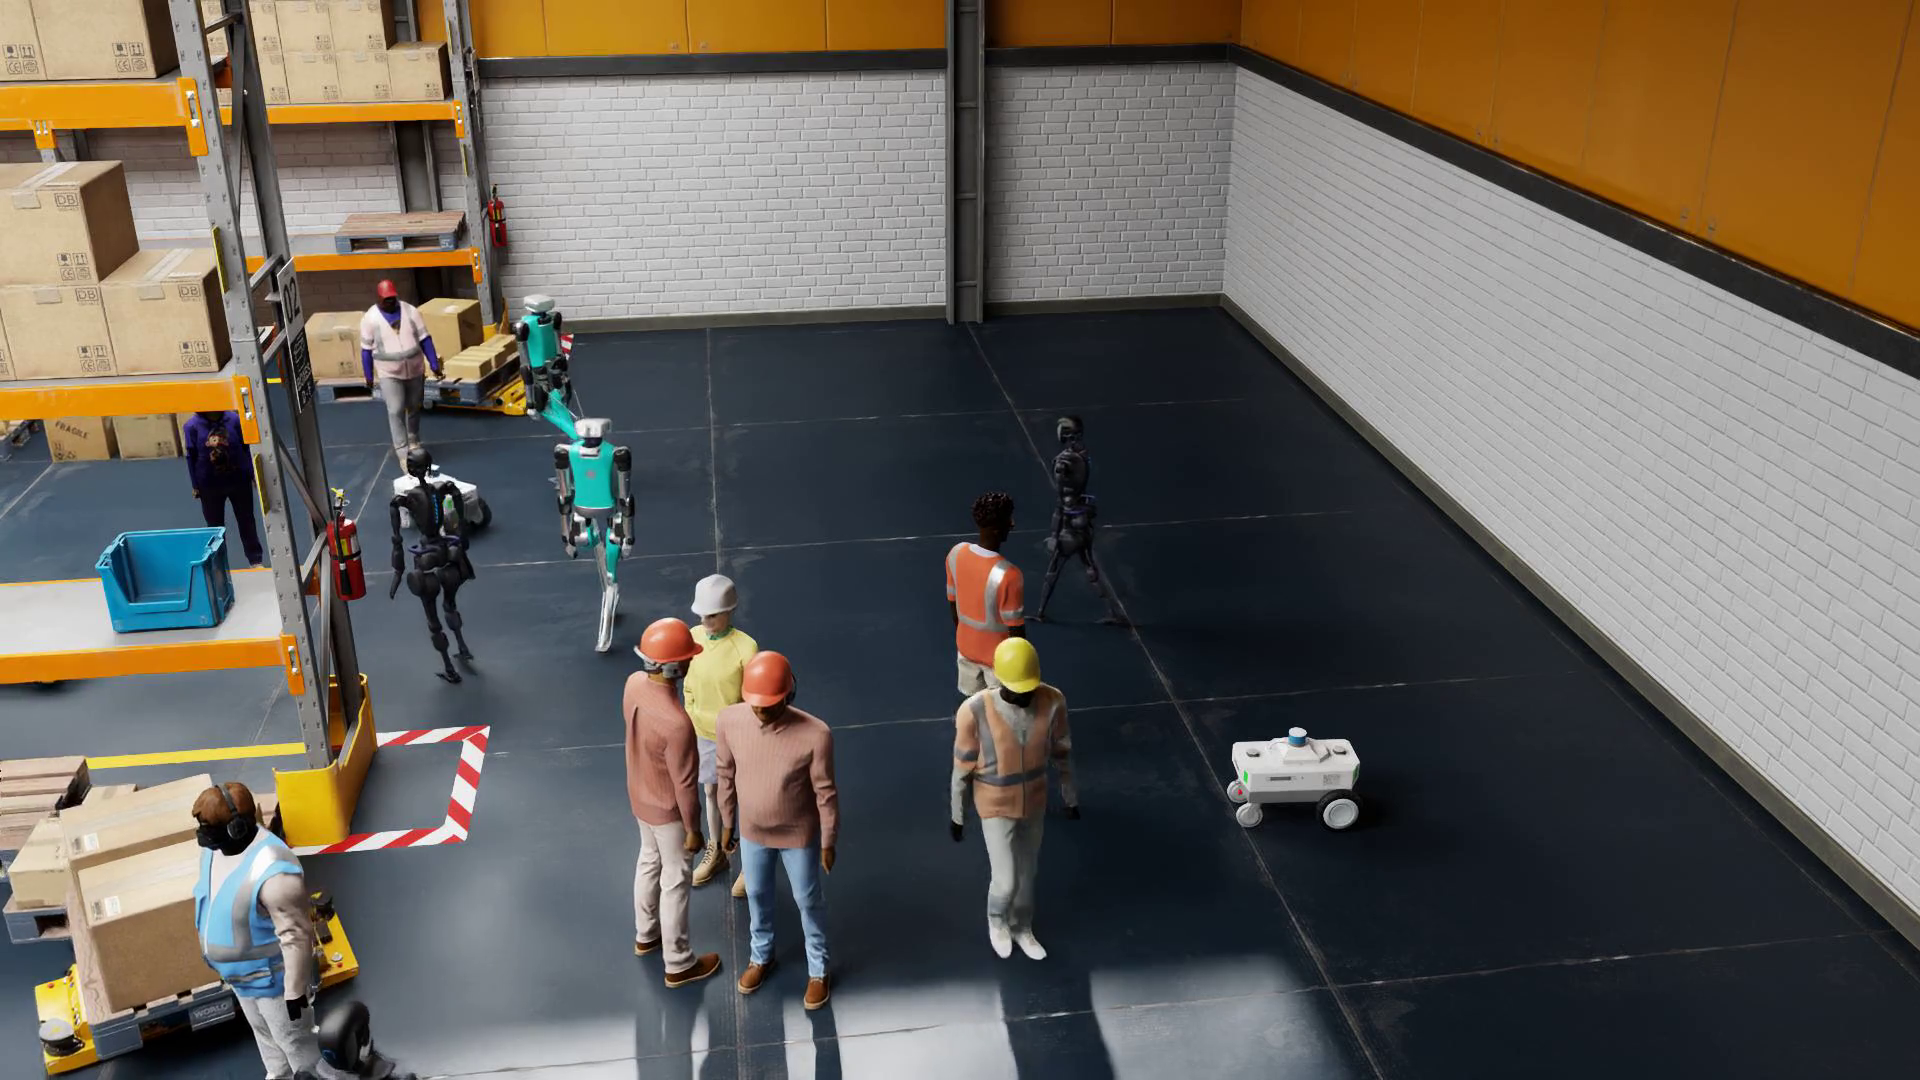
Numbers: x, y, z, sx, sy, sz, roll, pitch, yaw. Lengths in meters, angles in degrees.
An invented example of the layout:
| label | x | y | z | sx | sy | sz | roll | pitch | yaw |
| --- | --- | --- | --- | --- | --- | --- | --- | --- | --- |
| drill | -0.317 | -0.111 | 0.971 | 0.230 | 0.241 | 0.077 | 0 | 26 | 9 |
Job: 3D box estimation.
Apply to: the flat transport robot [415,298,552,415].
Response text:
| label | x | y | z | sx | sy | sz | roll | pitch | yaw |
| --- | --- | --- | --- | --- | --- | --- | --- | --- | --- |
| flat transport robot | -4.929 | -1.492 | 16.796 | 1.431 | 0.231 | 0.659 | 5 | 24 | 11 |

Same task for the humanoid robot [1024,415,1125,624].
| label | x | y | z | sx | sy | sz | roll | pitch | yaw |
| --- | --- | --- | --- | --- | --- | --- | --- | --- | --- |
| humanoid robot | 0.821 | -0.128 | 11.994 | 0.780 | 1.624 | 0.607 | 10 | 26 | 22 |

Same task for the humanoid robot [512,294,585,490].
| label | x | y | z | sx | sy | sz | roll | pitch | yaw |
| --- | --- | --- | --- | --- | --- | --- | --- | --- | --- |
| humanoid robot | -3.402 | -1.201 | 14.322 | 0.788 | 1.796 | 0.539 | 12 | 26 | 25 |

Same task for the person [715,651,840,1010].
| label | x | y | z | sx | sy | sz | roll | pitch | yaw |
| --- | --- | --- | --- | --- | --- | --- | --- | --- | --- |
| person | -0.889 | 1.410 | 8.071 | 0.622 | 1.981 | 0.437 | 8 | 25 | 17 |

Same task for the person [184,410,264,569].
| label | x | y | z | sx | sy | sz | roll | pitch | yaw |
| --- | --- | --- | --- | --- | --- | --- | --- | --- | --- |
| person | -5.616 | -0.438 | 12.704 | 0.466 | 1.622 | 0.350 | -14 | 27 | -29 |

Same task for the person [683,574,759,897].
| label | x | y | z | sx | sy | sz | roll | pitch | yaw |
| --- | --- | --- | --- | --- | --- | --- | --- | --- | --- |
| person | -1.277 | 1.041 | 9.008 | 0.471 | 1.894 | 0.386 | 10 | 26 | 21 |

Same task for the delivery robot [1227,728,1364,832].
| label | x | y | z | sx | sy | sz | roll | pitch | yaw |
| --- | --- | --- | --- | --- | --- | --- | --- | --- | --- |
| delivery robot | 2.006 | 1.405 | 9.864 | 0.803 | 0.614 | 0.499 | -1 | 24 | -3 |

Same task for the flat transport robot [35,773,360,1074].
| label | x | y | z | sx | sy | sz | roll | pitch | yaw |
| --- | --- | --- | --- | --- | --- | --- | --- | --- | --- |
| flat transport robot | -3.850 | 2.194 | 8.399 | 1.431 | 0.231 | 0.659 | -14 | 27 | -28 |

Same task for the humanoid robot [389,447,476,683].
| label | x | y | z | sx | sy | sz | roll | pitch | yaw |
| --- | --- | --- | --- | --- | --- | --- | --- | --- | --- |
| humanoid robot | -3.568 | 0.173 | 11.257 | 0.349 | 1.646 | 0.599 | 21 | 31 | 39 |

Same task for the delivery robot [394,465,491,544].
| label | x | y | z | sx | sy | sz | roll | pitch | yaw |
| --- | --- | --- | --- | --- | --- | --- | --- | --- | --- |
| delivery robot | -4.316 | -0.312 | 13.770 | 0.814 | 0.610 | 0.499 | 14 | 27 | 29 |

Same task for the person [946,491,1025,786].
| label | x | y | z | sx | sy | sz | roll | pitch | yaw |
| --- | --- | --- | --- | --- | --- | --- | --- | --- | --- |
| person | 0.183 | 0.635 | 9.842 | 0.368 | 1.965 | 0.605 | -20 | 31 | -38 |

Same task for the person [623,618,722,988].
| label | x | y | z | sx | sy | sz | roll | pitch | yaw |
| --- | --- | --- | --- | --- | --- | --- | --- | --- | --- |
| person | -1.437 | 1.298 | 8.318 | 0.413 | 1.986 | 0.609 | -16 | 28 | -32 |

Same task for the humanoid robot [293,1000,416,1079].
| label | x | y | z | sx | sy | sz | roll | pitch | yaw |
| --- | --- | --- | --- | --- | --- | --- | --- | --- | --- |
| humanoid robot | -2.153 | 2.406 | 6.171 | 0.587 | 1.659 | 0.325 | 2 | 24 | 5 |

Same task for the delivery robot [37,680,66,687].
| label | x | y | z | sx | sy | sz | roll | pitch | yaw |
| --- | --- | --- | --- | --- | --- | --- | --- | --- | --- |
| delivery robot | -6.430 | 0.689 | 11.494 | 0.814 | 0.614 | 0.499 | 0 | 24 | 0 |

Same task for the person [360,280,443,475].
| label | x | y | z | sx | sy | sz | roll | pitch | yaw |
| --- | --- | --- | --- | --- | --- | --- | --- | --- | --- |
| person | -5.034 | -1.508 | 15.022 | 0.621 | 1.720 | 0.723 | -16 | 28 | -31 |

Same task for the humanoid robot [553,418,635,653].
| label | x | y | z | sx | sy | sz | roll | pitch | yaw |
| --- | --- | --- | --- | --- | --- | --- | --- | --- | --- |
| humanoid robot | -2.533 | -0.110 | 11.867 | 0.549 | 1.754 | 1.037 | 0 | 24 | 0 |

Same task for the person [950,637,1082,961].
| label | x | y | z | sx | sy | sz | roll | pitch | yaw |
| --- | --- | --- | --- | --- | --- | --- | --- | --- | --- |
| person | 0.294 | 1.320 | 8.356 | 0.704 | 1.903 | 0.457 | -11 | 26 | -23 |

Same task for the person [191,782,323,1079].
| label | x | y | z | sx | sy | sz | roll | pitch | yaw |
| --- | --- | --- | --- | --- | --- | --- | --- | --- | --- |
| person | -3.034 | 1.853 | 7.219 | 0.626 | 1.842 | 0.430 | 19 | 30 | 36 |
